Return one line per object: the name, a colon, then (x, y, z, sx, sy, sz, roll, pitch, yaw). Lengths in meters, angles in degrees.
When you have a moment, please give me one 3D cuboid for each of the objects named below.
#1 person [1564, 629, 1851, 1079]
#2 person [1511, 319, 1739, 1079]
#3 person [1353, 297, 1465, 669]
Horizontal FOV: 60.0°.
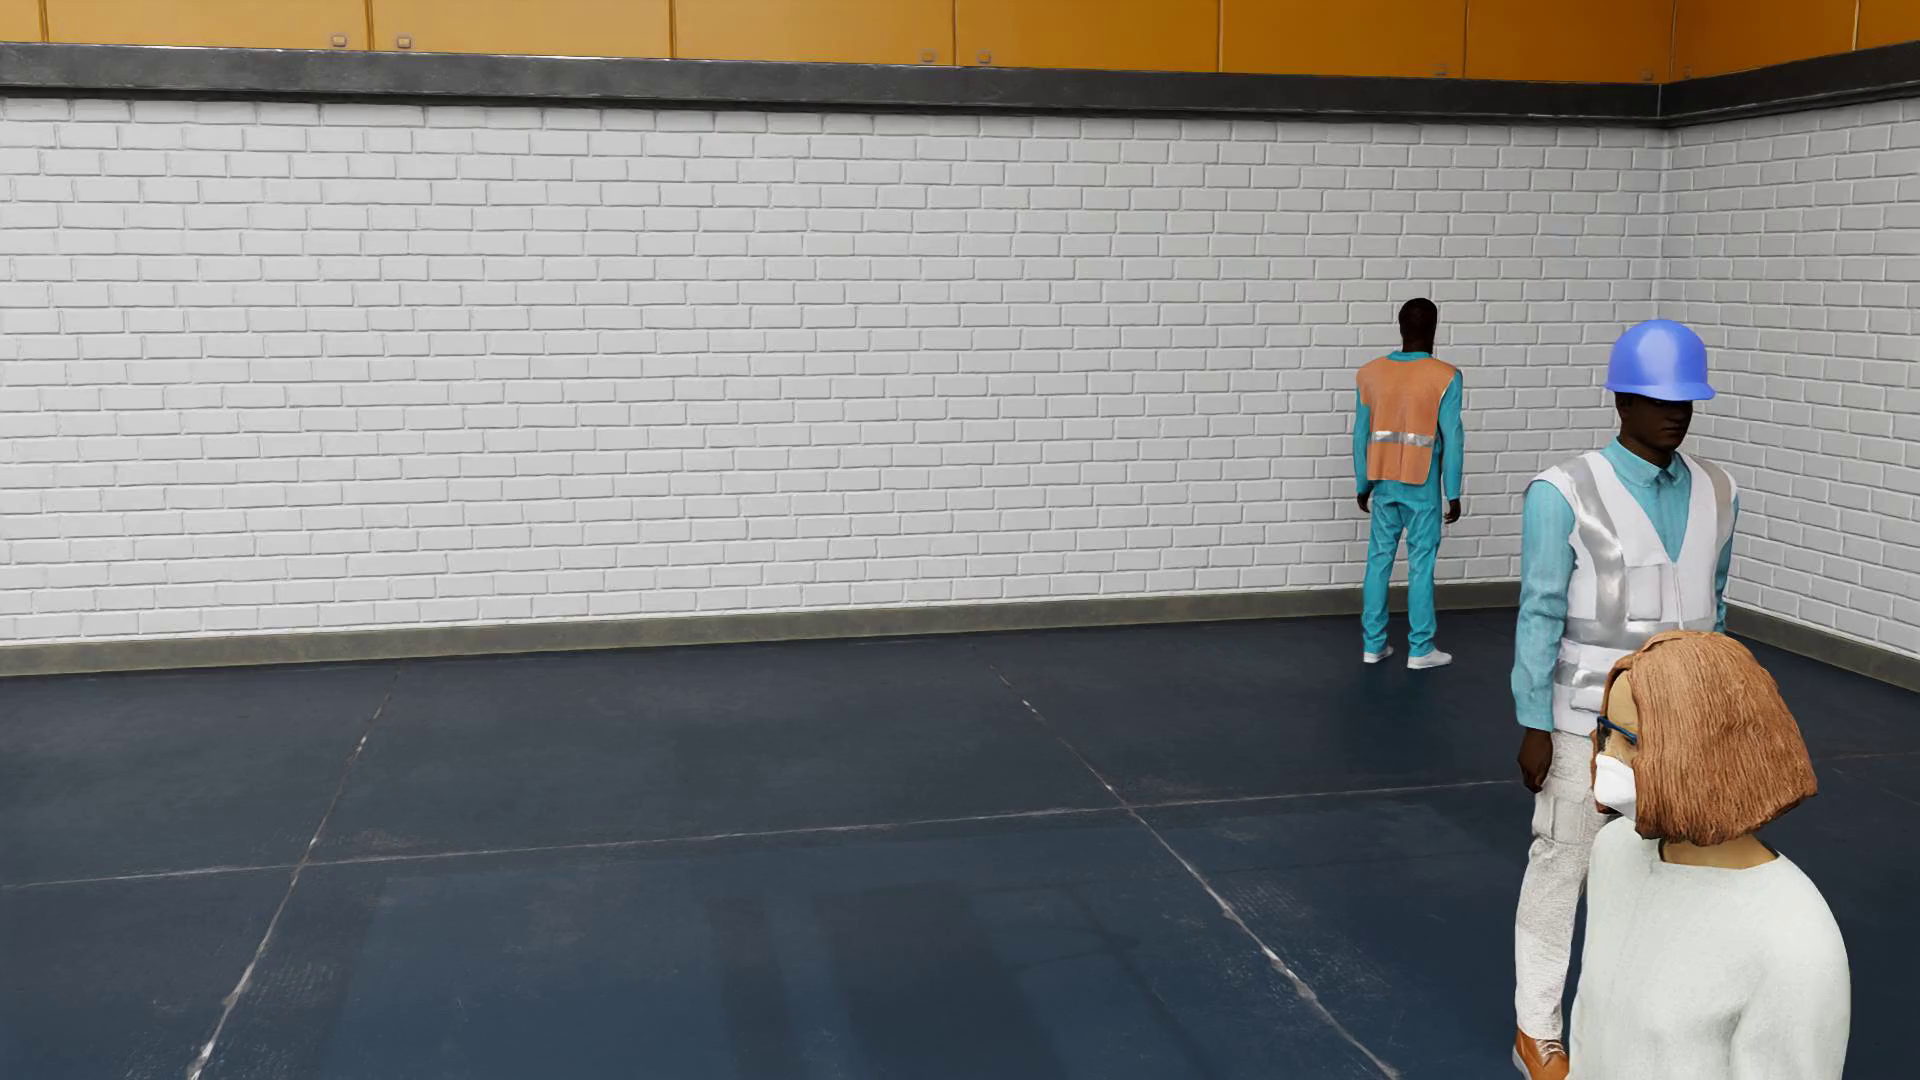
person: (0.915, 0.917, 2.150, 0.290, 1.627, 0.504, -1, 9, -6)
person: (1.659, 0.429, 4.142, 0.615, 1.945, 0.404, -3, 10, -17)
person: (2.313, -0.290, 8.622, 0.596, 1.914, 0.373, 8, 12, 41)
